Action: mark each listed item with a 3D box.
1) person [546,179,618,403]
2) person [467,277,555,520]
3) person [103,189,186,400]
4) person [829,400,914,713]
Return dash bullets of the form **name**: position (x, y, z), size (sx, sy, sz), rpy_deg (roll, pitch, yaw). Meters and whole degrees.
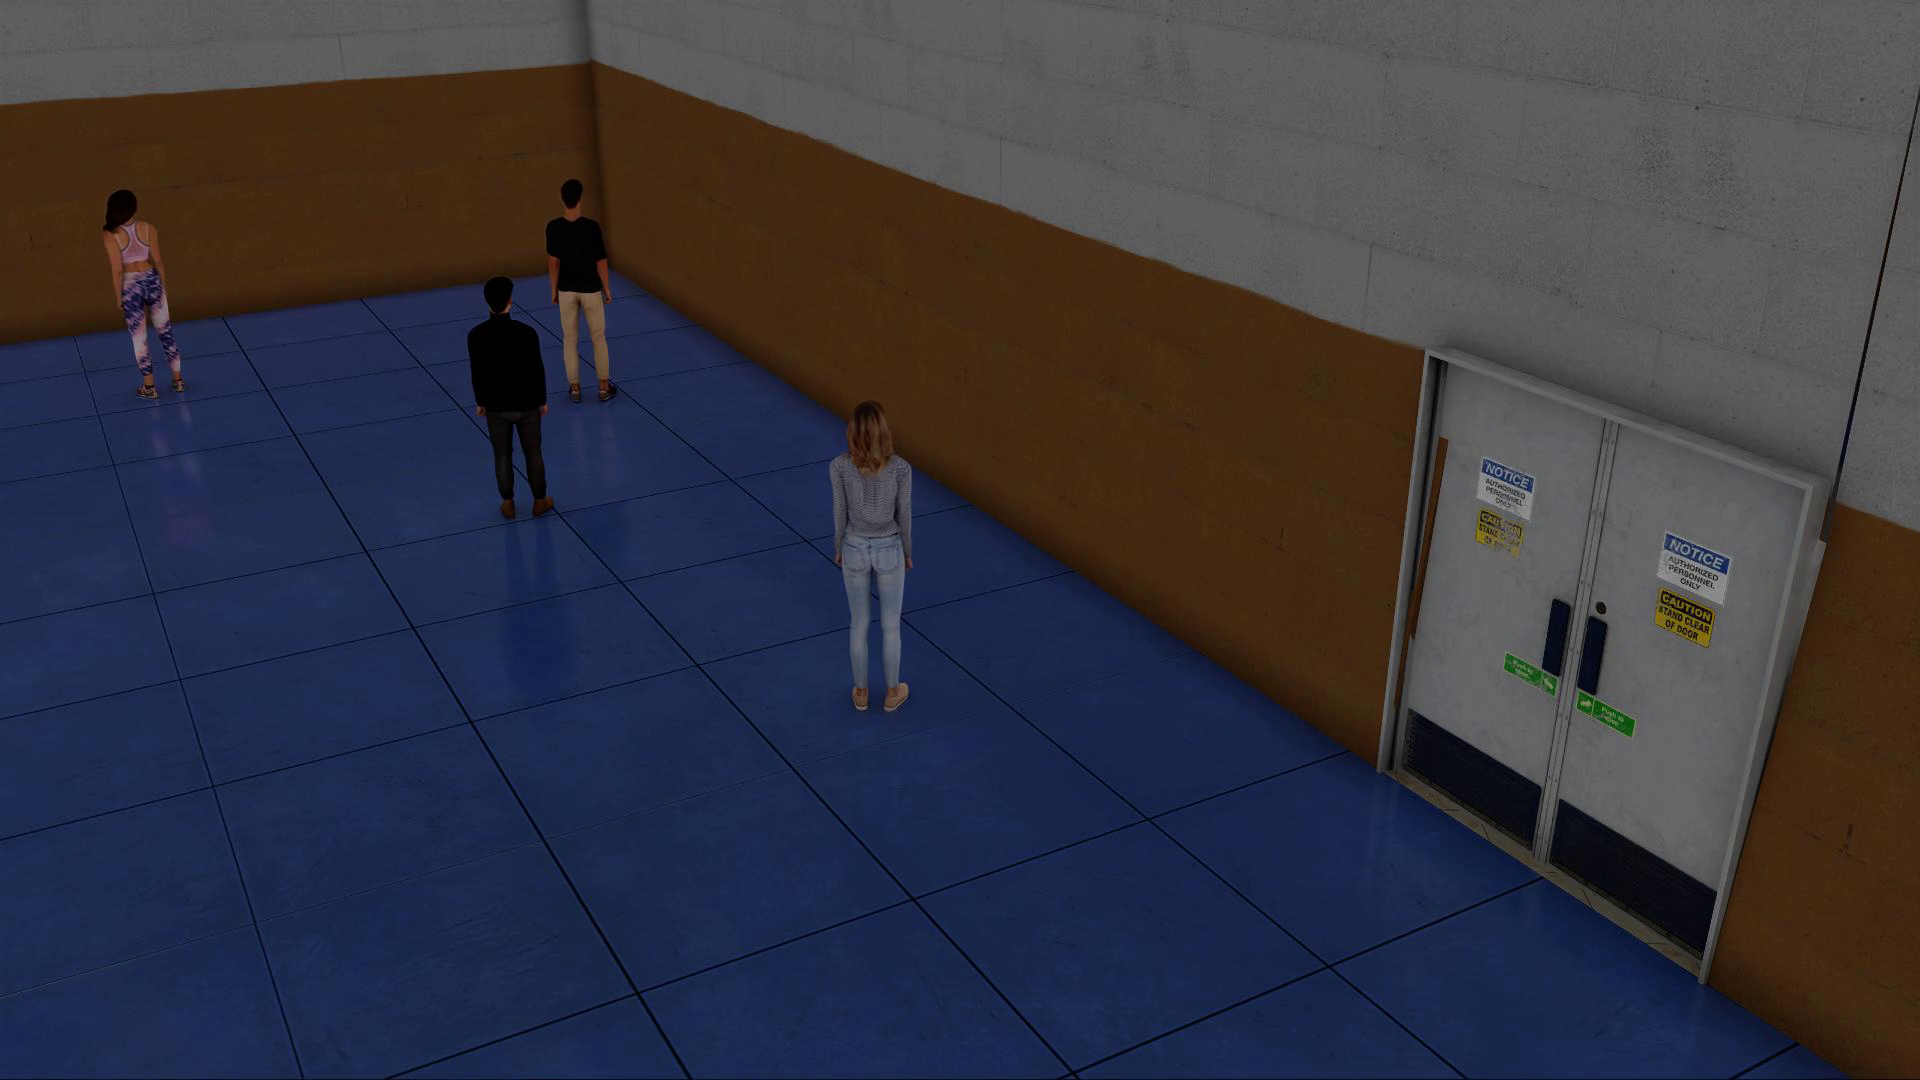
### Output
- **person**: position (-3.170, -2.076, 13.874), size (0.623, 1.858, 0.777), rpy_deg (-2, 24, -4)
- **person**: position (-3.127, -0.988, 11.589), size (0.618, 1.723, 0.778), rpy_deg (-3, 24, -7)
- **person**: position (-6.902, -2.083, 14.036), size (0.712, 1.766, 0.568), rpy_deg (22, 32, 40)
- **person**: position (-0.471, 0.093, 9.026), size (0.628, 1.796, 0.727), rpy_deg (2, 24, 4)
